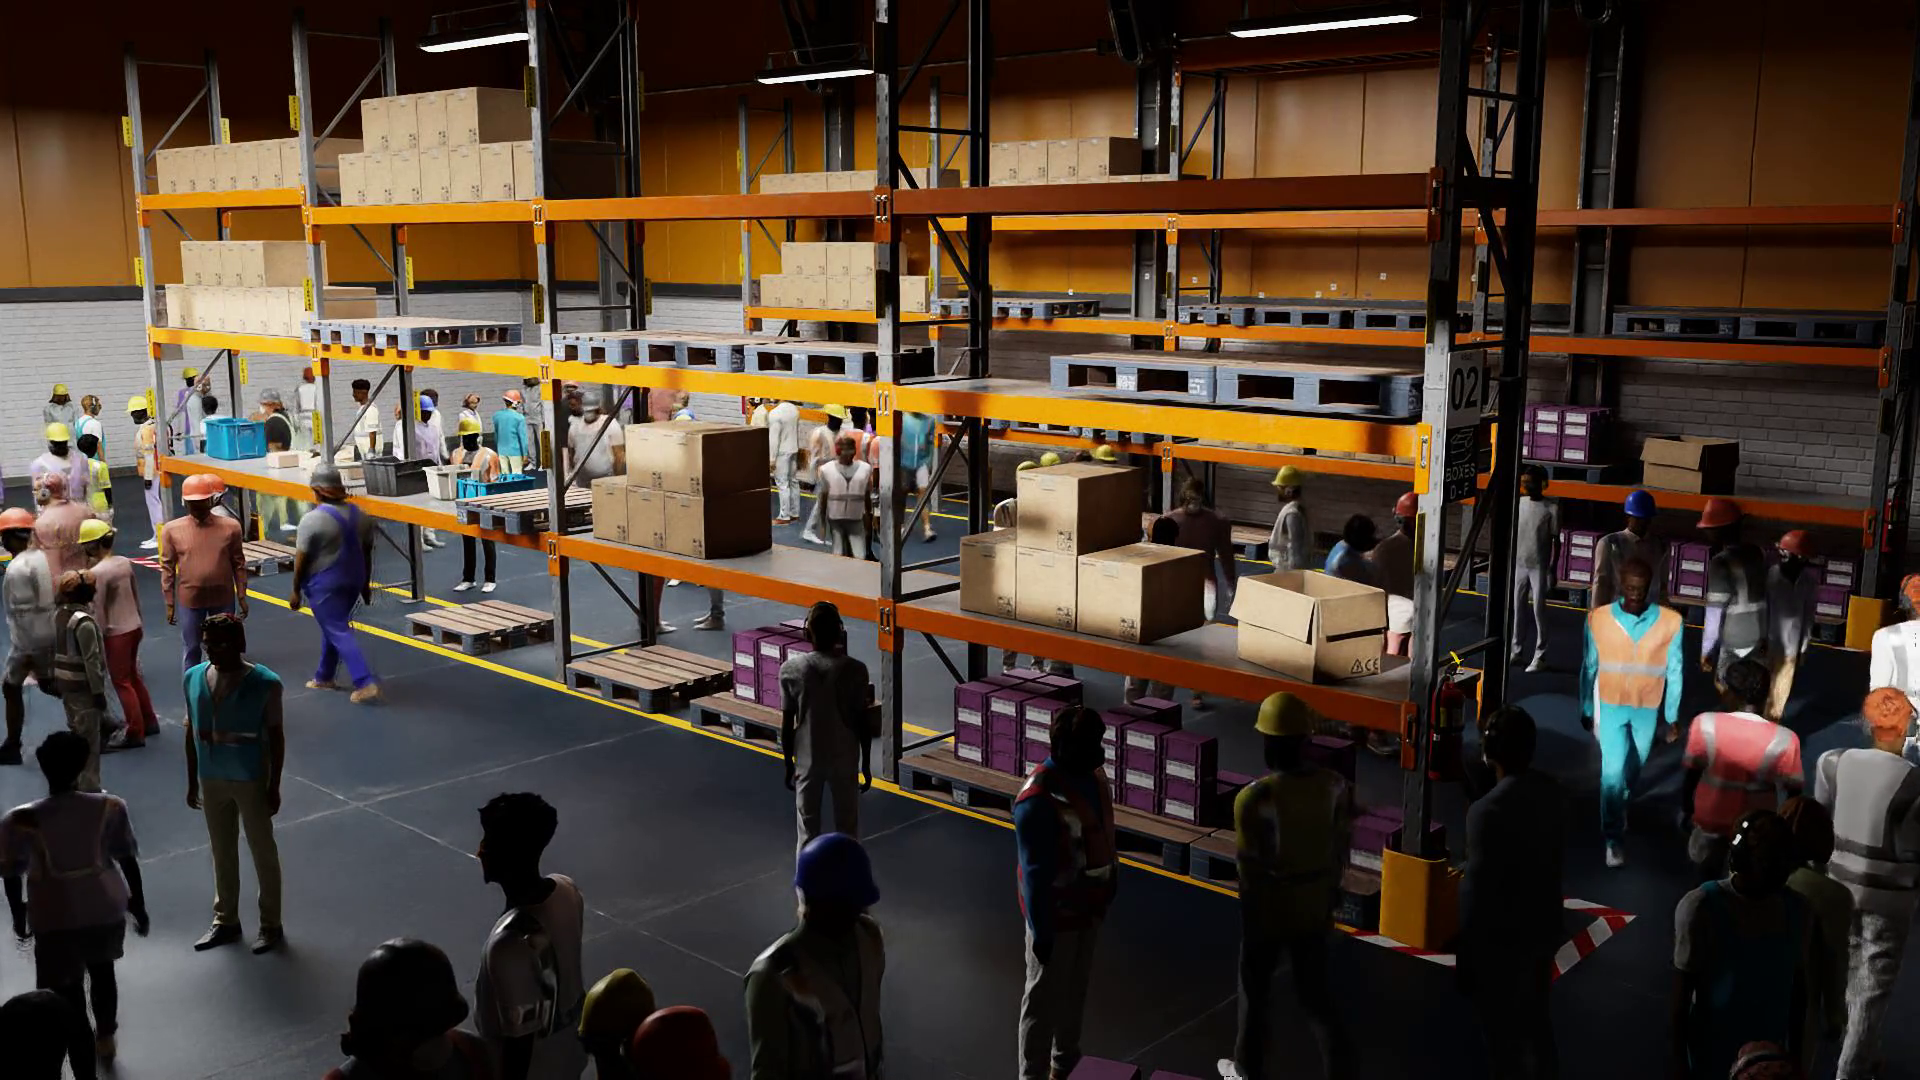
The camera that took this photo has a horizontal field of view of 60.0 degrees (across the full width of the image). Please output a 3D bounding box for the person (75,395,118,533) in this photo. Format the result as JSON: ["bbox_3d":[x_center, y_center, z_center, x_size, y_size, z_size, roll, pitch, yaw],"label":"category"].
[{"bbox_3d":[-11.368,-0.984,21.825,0.502,1.840,0.345,7,12,35],"label":"person"}]

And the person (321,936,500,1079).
[{"bbox_3d":[-1.390,2.003,4.368,0.535,2.000,0.691,5,11,28],"label":"person"}]

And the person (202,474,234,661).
[{"bbox_3d":[-6.678,0.272,14.947,0.319,1.755,0.573,-4,11,-23],"label":"person"}]

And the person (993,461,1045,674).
[{"bbox_3d":[0.579,0.274,14.452,0.588,1.930,0.363,-2,10,-10],"label":"person"}]

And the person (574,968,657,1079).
[{"bbox_3d":[-0.955,2.074,4.744,0.534,1.767,0.319,1,10,3],"label":"person"}]

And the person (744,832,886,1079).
[{"bbox_3d":[-0.427,1.871,5.382,0.409,1.943,0.615,7,12,34],"label":"person"}]

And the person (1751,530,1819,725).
[{"bbox_3d":[5.987,0.770,12.194,0.584,1.734,0.447,-3,10,-15],"label":"person"}]

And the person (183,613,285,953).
[{"bbox_3d":[-3.887,1.289,8.949,0.567,1.847,0.389,2,10,9],"label":"person"}]

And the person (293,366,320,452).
[{"bbox_3d":[-10.394,-1.842,26.604,0.585,1.866,0.688,0,10,3],"label":"person"}]

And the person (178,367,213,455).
[{"bbox_3d":[-11.885,-1.733,25.861,0.420,1.915,0.662,4,11,21],"label":"person"}]

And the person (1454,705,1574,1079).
[{"bbox_3d":[2.270,1.633,6.821,0.687,1.921,0.419,-8,13,-37],"label":"person"}]

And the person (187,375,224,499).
[{"bbox_3d":[-11.132,-1.484,24.513,0.401,1.894,0.654,-4,11,-20],"label":"person"}]

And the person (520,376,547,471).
[{"bbox_3d":[-7.199,-2.024,28.015,0.492,1.730,0.324,3,10,16],"label":"person"}]

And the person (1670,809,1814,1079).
[{"bbox_3d":[2.767,1.832,5.932,0.504,1.838,0.337,-1,10,-6],"label":"person"}]

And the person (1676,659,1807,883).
[{"bbox_3d":[4.015,1.445,8.547,0.600,1.676,0.419,7,12,35],"label":"person"}]

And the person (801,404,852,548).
[{"bbox_3d":[-1.627,-0.810,20.814,1.026,1.862,0.606,7,12,35],"label":"person"}]

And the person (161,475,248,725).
[{"bbox_3d":[-5.974,0.466,13.184,0.622,1.992,0.395,-5,11,-28],"label":"person"}]

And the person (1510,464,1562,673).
[{"bbox_3d":[5.079,0.249,14.781,0.310,1.864,0.533,-7,12,-35],"label":"person"}]

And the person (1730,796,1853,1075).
[{"bbox_3d":[3.270,1.813,6.640,0.323,1.622,0.510,-6,12,-31],"label":"person"}]

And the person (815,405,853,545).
[{"bbox_3d":[-1.607,-0.832,20.955,0.592,1.849,0.492,6,12,33],"label":"person"}]

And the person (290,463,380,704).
[{"bbox_3d":[-5.194,0.325,13.856,1.003,2.000,0.687,4,11,23],"label":"person"}]

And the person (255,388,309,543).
[{"bbox_3d":[-8.705,-0.943,21.024,0.959,2.000,0.701,0,10,-1],"label":"person"}]

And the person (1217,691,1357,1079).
[{"bbox_3d":[1.443,1.597,7.111,0.583,1.894,0.896,-4,11,-22],"label":"person"}]

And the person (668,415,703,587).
[{"bbox_3d":[-3.027,-0.434,18.463,0.595,1.925,0.374,0,10,-1],"label":"person"}]

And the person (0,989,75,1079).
[{"bbox_3d":[-2.352,2.100,4.254,0.604,1.888,0.488,-5,11,-26],"label":"person"}]

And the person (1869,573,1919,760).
[{"bbox_3d":[5.767,1.105,10.050,0.590,1.833,1.005,2,10,11],"label":"person"}]

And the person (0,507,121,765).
[{"bbox_3d":[-6.732,0.700,12.200,0.879,1.897,0.566,-2,10,-10],"label":"person"}]

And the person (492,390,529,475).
[{"bbox_3d":[-6.396,-1.280,23.784,0.575,1.739,0.355,5,11,26],"label":"person"}]

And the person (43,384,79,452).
[{"bbox_3d":[-13.413,-1.475,24.904,0.483,1.734,0.339,-8,13,-37],"label":"person"}]

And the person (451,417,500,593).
[{"bbox_3d":[-5.296,-0.381,18.164,0.588,1.928,0.383,3,10,16],"label":"person"}]

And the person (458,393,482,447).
[{"bbox_3d":[-7.137,-1.323,24.308,0.309,1.640,0.513,2,10,12],"label":"person"}]

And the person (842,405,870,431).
[{"bbox_3d":[-1.464,-1.068,21.940,0.606,1.966,0.367,-6,12,-31],"label":"person"}]

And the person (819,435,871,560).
[{"bbox_3d":[-1.197,-0.191,17.356,0.583,1.827,0.450,-3,10,-15],"label":"person"}]

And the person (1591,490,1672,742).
[{"bbox_3d":[5.112,0.581,12.668,0.617,1.946,0.393,-1,10,-6],"label":"person"}]

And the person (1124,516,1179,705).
[{"bbox_3d":[1.436,0.731,12.172,0.630,1.831,0.429,9,14,42],"label":"person"}]
